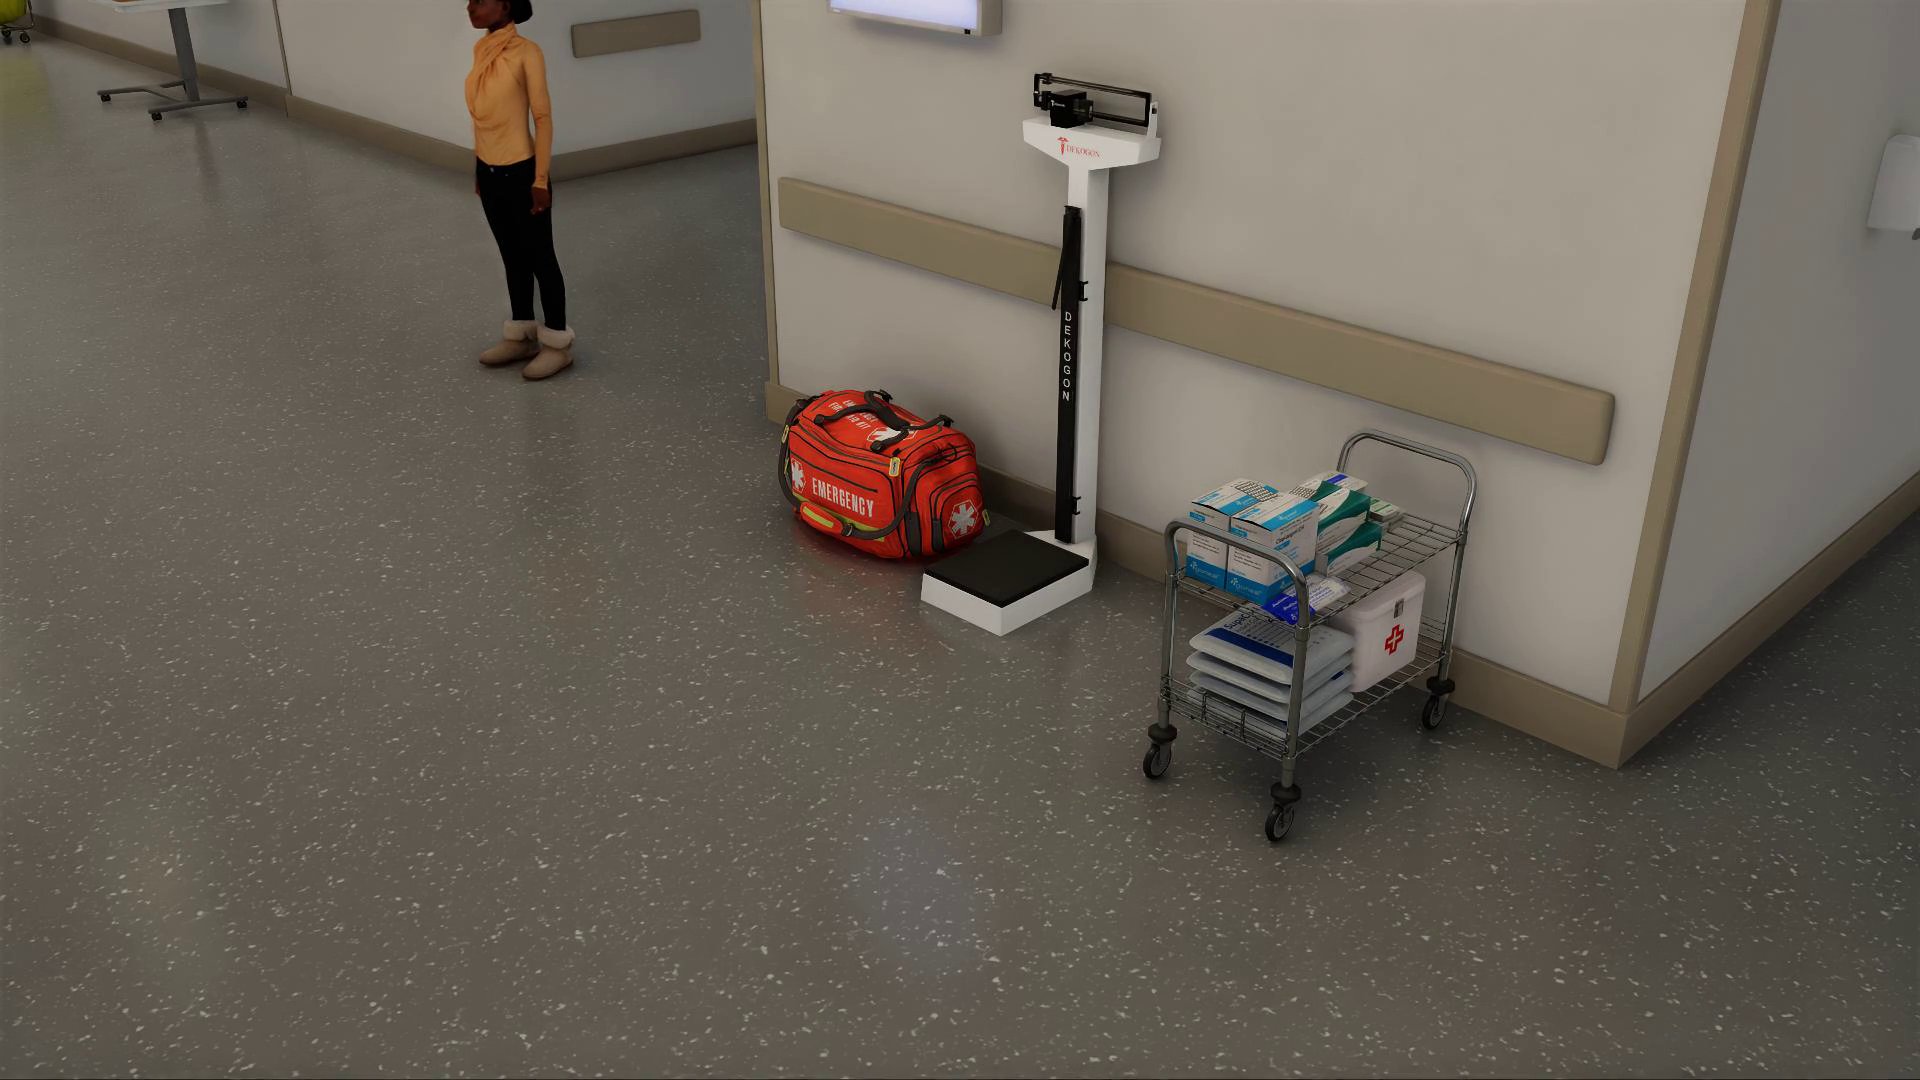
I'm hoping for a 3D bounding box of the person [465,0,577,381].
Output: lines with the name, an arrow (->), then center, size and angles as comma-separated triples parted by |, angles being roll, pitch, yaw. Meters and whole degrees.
person -> -1.826, -1.506, 6.831 | 0.530, 1.659, 0.681 | 19, 31, 34
